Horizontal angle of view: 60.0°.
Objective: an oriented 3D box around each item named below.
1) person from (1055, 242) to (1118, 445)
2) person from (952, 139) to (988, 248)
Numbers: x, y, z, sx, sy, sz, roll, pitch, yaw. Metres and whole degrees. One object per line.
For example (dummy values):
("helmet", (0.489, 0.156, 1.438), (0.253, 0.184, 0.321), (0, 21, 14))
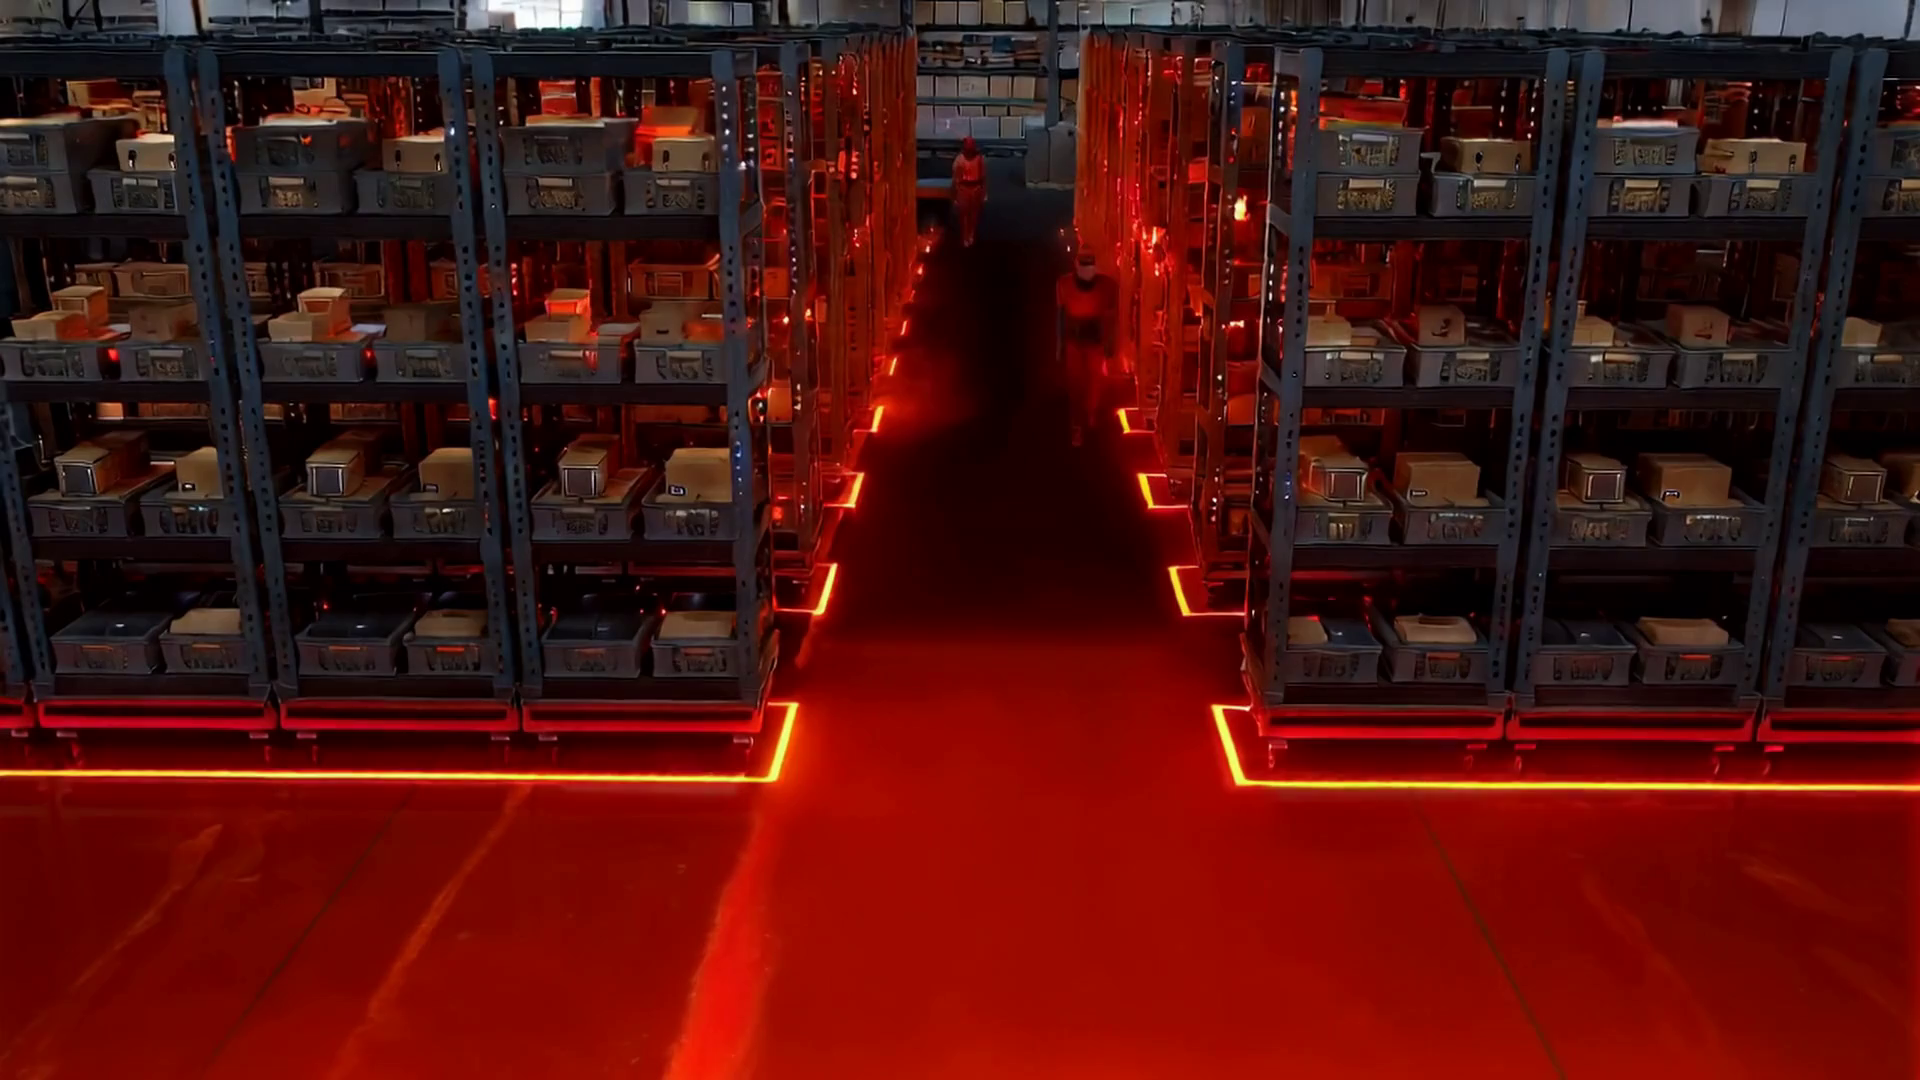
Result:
("person", (1.155, -1.837, 15.243), (0.573, 1.821, 0.835), (2, 18, 6))
("person", (0.160, -5.899, 28.235), (0.589, 1.793, 0.920), (-3, 18, -9))
